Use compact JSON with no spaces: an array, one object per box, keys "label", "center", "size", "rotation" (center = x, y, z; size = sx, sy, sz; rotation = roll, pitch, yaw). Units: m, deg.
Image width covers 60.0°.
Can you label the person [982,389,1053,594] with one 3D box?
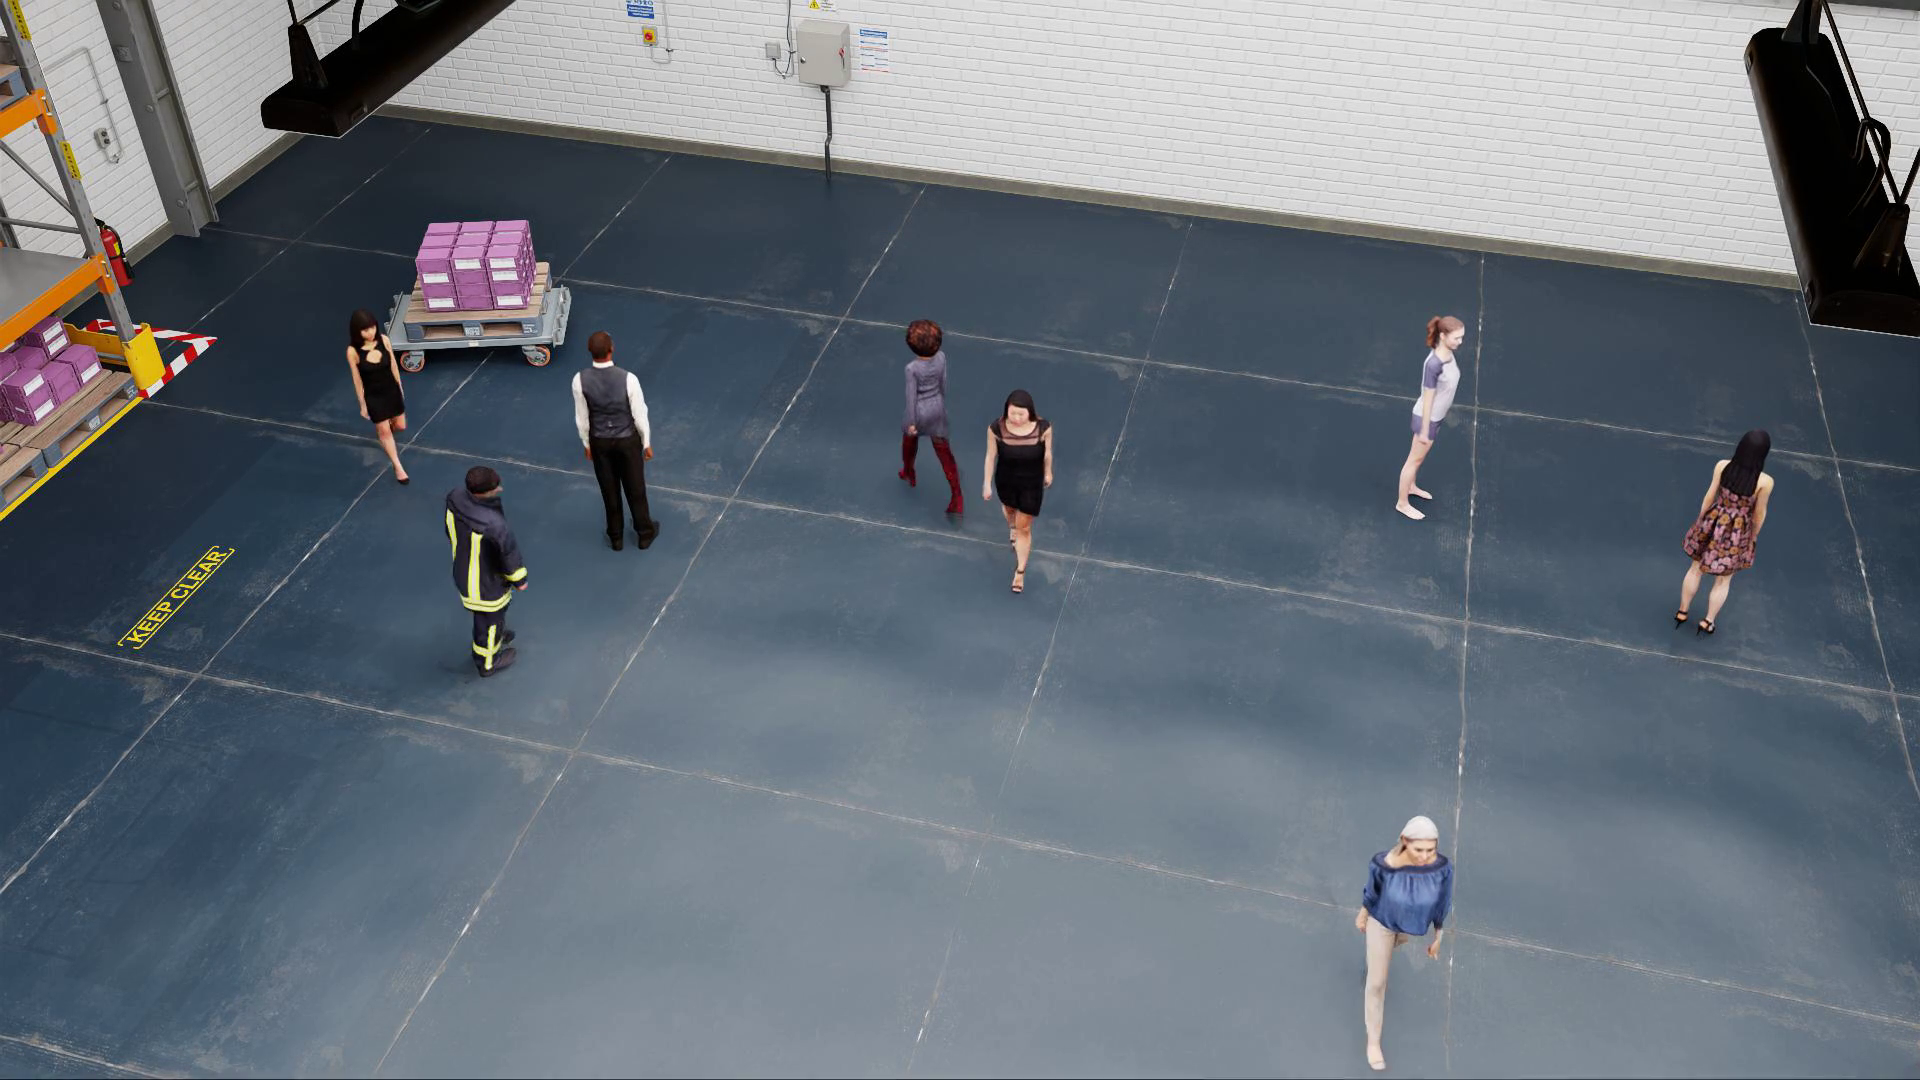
[{"label":"person","center":[0.446,-0.480,12.665],"size":[0.776,1.675,1.073],"rotation":[3,39,4]}]

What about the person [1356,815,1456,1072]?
[{"label":"person","center":[2.467,2.108,9.445],"size":[0.809,1.649,1.162],"rotation":[1,39,1]}]

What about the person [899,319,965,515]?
[{"label":"person","center":[-0.205,-0.950,13.256],"size":[1.081,1.672,1.114],"rotation":[-22,44,-25]}]

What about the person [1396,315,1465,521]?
[{"label":"person","center":[3.740,-1.006,13.252],"size":[0.687,1.765,0.549],"rotation":[18,42,22]}]

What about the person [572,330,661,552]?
[{"label":"person","center":[-2.659,-0.754,12.814],"size":[0.760,1.917,0.688],"rotation":[-1,39,-1]}]

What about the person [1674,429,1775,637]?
[{"label":"person","center":[5.537,-0.050,12.048],"size":[0.772,1.774,0.799],"rotation":[26,45,29]}]

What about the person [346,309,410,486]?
[{"label":"person","center":[-4.785,-1.210,13.613],"size":[0.797,1.633,0.834],"rotation":[-27,46,-30]}]

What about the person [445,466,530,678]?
[{"label":"person","center":[-3.369,0.208,11.641],"size":[0.931,1.879,0.929],"rotation":[23,44,26]}]
